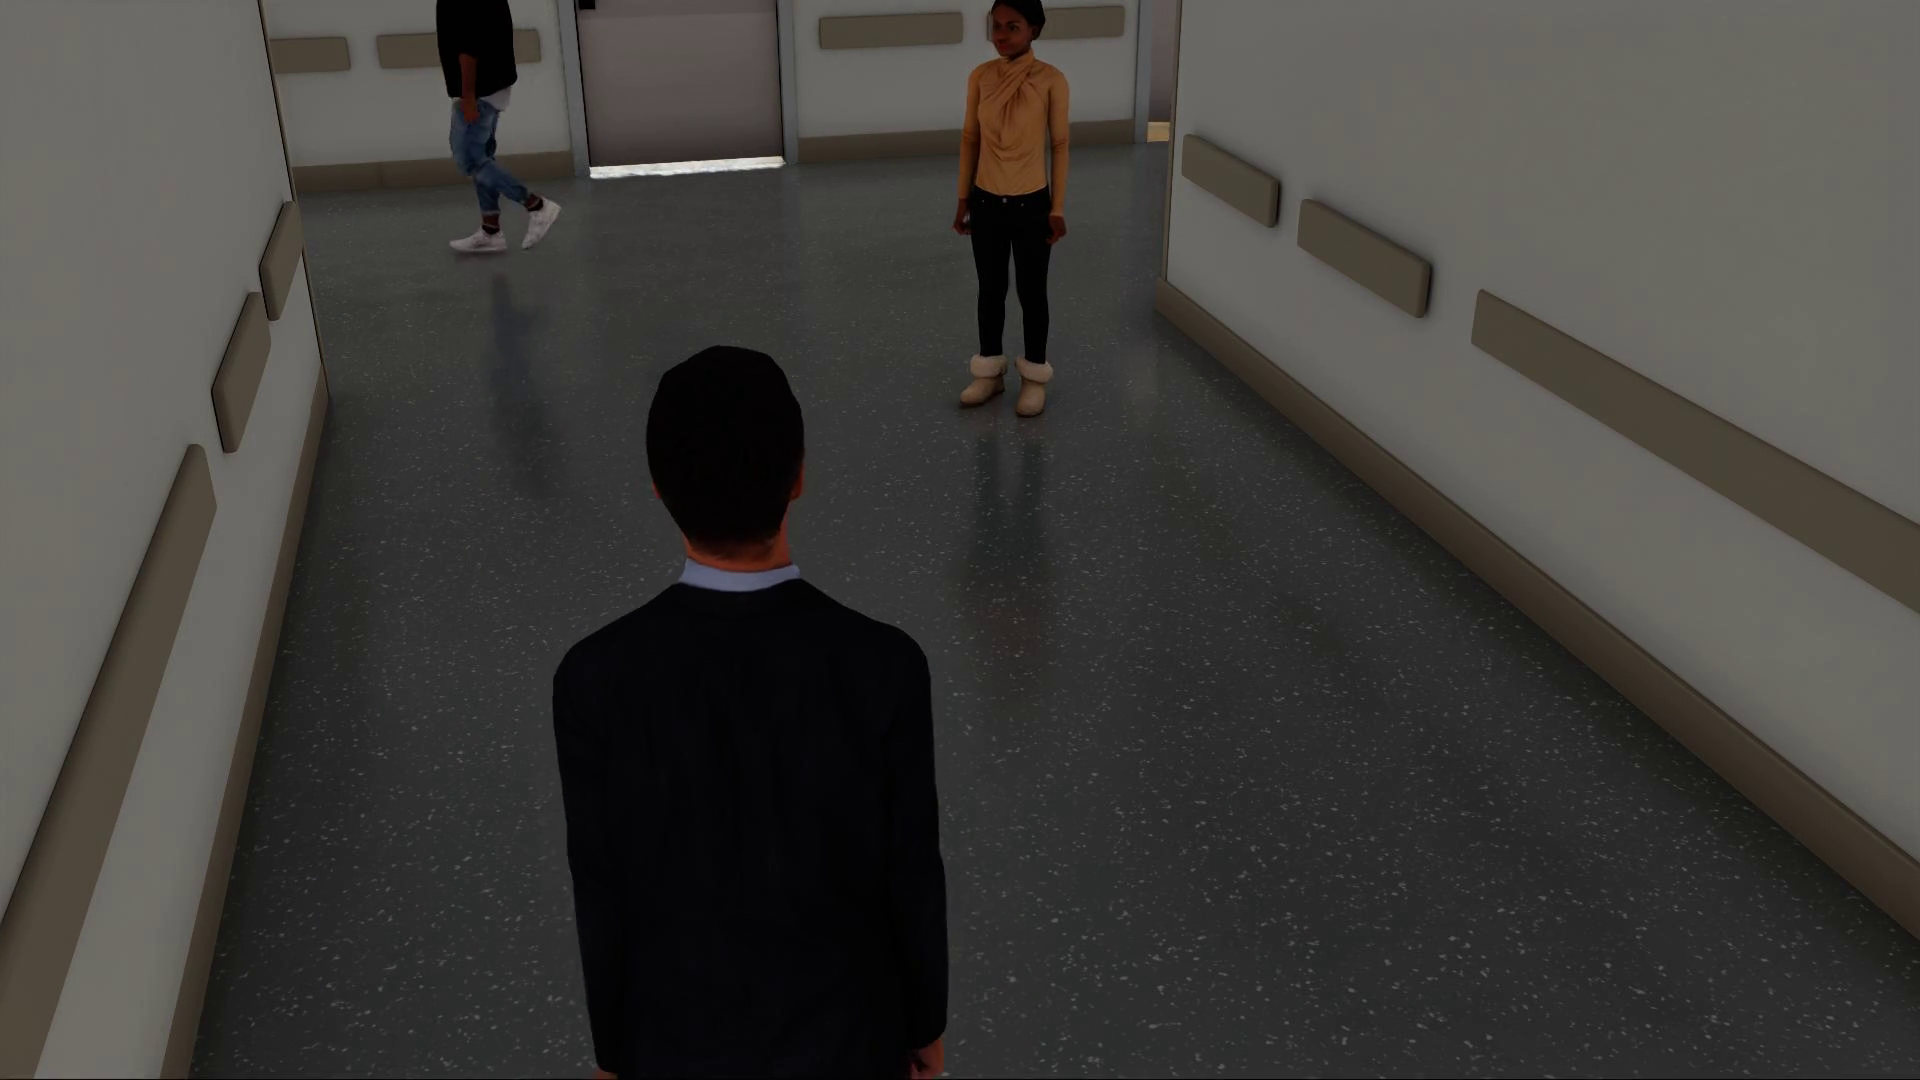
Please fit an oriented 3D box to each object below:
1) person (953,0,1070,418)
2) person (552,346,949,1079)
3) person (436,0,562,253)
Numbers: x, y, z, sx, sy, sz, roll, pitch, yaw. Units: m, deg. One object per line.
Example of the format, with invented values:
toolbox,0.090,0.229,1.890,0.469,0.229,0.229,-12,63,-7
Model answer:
person,0.209,-1.328,6.559,0.663,1.660,0.750,10,27,19
person,-0.267,0.655,2.207,0.582,1.867,0.734,-2,26,-4
person,-2.382,-2.339,8.494,0.891,1.799,0.766,-3,26,-6
